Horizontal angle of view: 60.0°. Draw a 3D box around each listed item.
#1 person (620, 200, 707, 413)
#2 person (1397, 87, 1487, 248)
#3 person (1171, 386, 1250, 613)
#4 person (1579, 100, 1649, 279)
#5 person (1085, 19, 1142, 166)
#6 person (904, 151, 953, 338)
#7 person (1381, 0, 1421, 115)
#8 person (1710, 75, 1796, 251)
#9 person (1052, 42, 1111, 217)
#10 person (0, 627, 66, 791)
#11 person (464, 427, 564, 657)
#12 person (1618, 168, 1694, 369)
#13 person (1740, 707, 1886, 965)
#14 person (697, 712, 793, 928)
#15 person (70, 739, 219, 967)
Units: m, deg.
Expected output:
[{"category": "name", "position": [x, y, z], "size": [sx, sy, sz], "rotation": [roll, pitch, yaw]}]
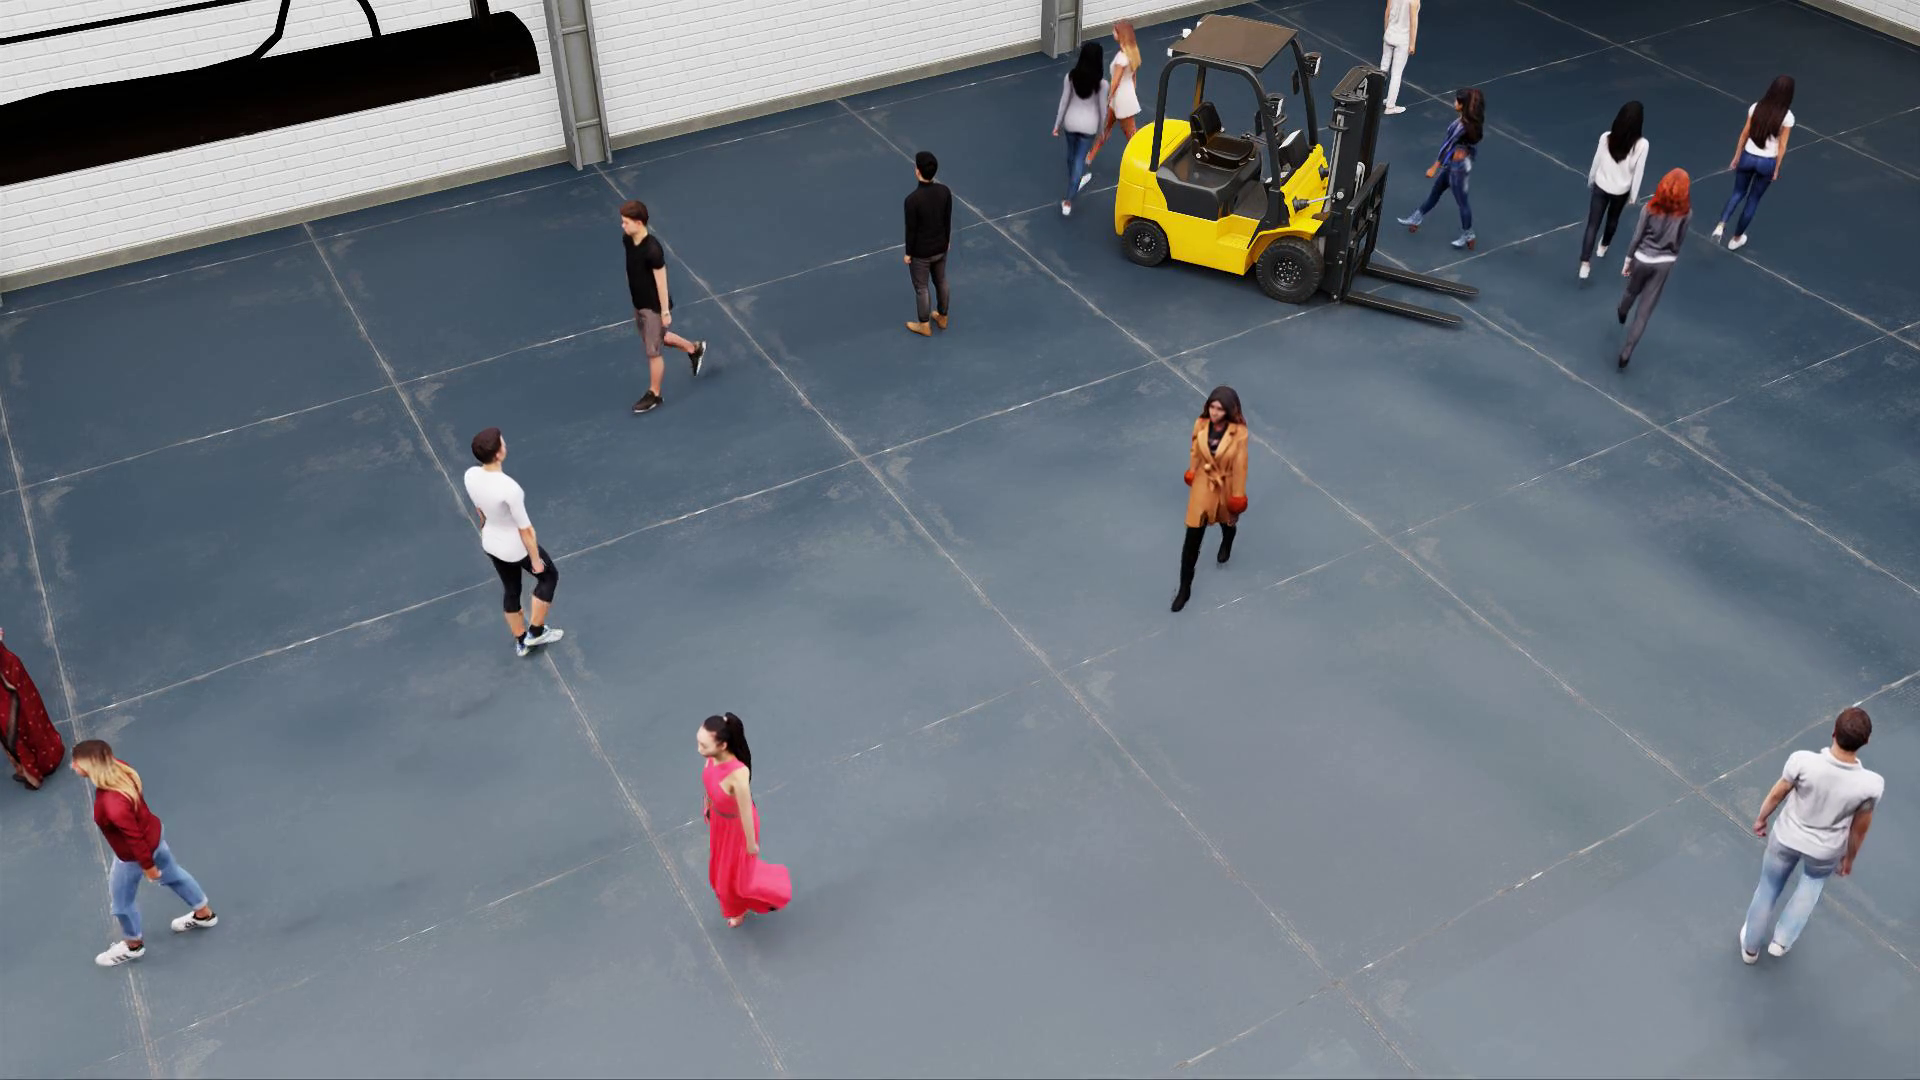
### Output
[{"category": "person", "position": [-2.481, -1.986, 13.780], "size": [1.148, 1.839, 0.818], "rotation": [-30, 47, -32]}, {"category": "person", "position": [4.842, -3.520, 15.907], "size": [1.053, 1.582, 1.047], "rotation": [14, 41, 16]}, {"category": "person", "position": [1.868, -0.369, 11.885], "size": [1.092, 1.678, 1.272], "rotation": [19, 42, 22]}, {"category": "person", "position": [6.028, -3.214, 15.465], "size": [1.040, 1.655, 1.188], "rotation": [16, 41, 19]}, {"category": "person", "position": [1.758, -4.467, 17.036], "size": [1.097, 1.652, 1.053], "rotation": [11, 40, 14]}, {"category": "person", "position": [-0.281, -2.608, 14.652], "size": [0.511, 1.722, 0.725], "rotation": [-25, 45, -28]}, {"category": "person", "position": [4.838, -5.562, 18.393], "size": [0.538, 1.670, 0.611], "rotation": [-22, 44, -25]}, {"category": "person", "position": [7.506, -3.521, 15.763], "size": [0.882, 1.763, 0.692], "rotation": [-29, 47, -31]}, {"category": "person", "position": [1.176, -4.017, 16.434], "size": [1.036, 1.700, 1.136], "rotation": [10, 40, 12]}, {"category": "person", "position": [-6.036, 0.840, 10.405], "size": [0.673, 1.634, 0.725], "rotation": [-12, 40, -15]}, {"category": "person", "position": [-3.080, 0.078, 11.192], "size": [0.797, 1.843, 0.809], "rotation": [20, 43, 23]}, {"category": "person", "position": [5.912, -2.273, 14.233], "size": [1.058, 1.722, 1.223], "rotation": [13, 40, 16]}, {"category": "person", "position": [4.647, 1.720, 9.141], "size": [0.797, 1.837, 0.820], "rotation": [18, 42, 21]}, {"category": "person", "position": [-1.205, 1.578, 9.419], "size": [0.707, 1.713, 0.603], "rotation": [-21, 43, -24]}, {"category": "person", "position": [-4.534, 1.700, 9.348], "size": [0.934, 1.609, 0.735], "rotation": [-10, 40, -12]}]
